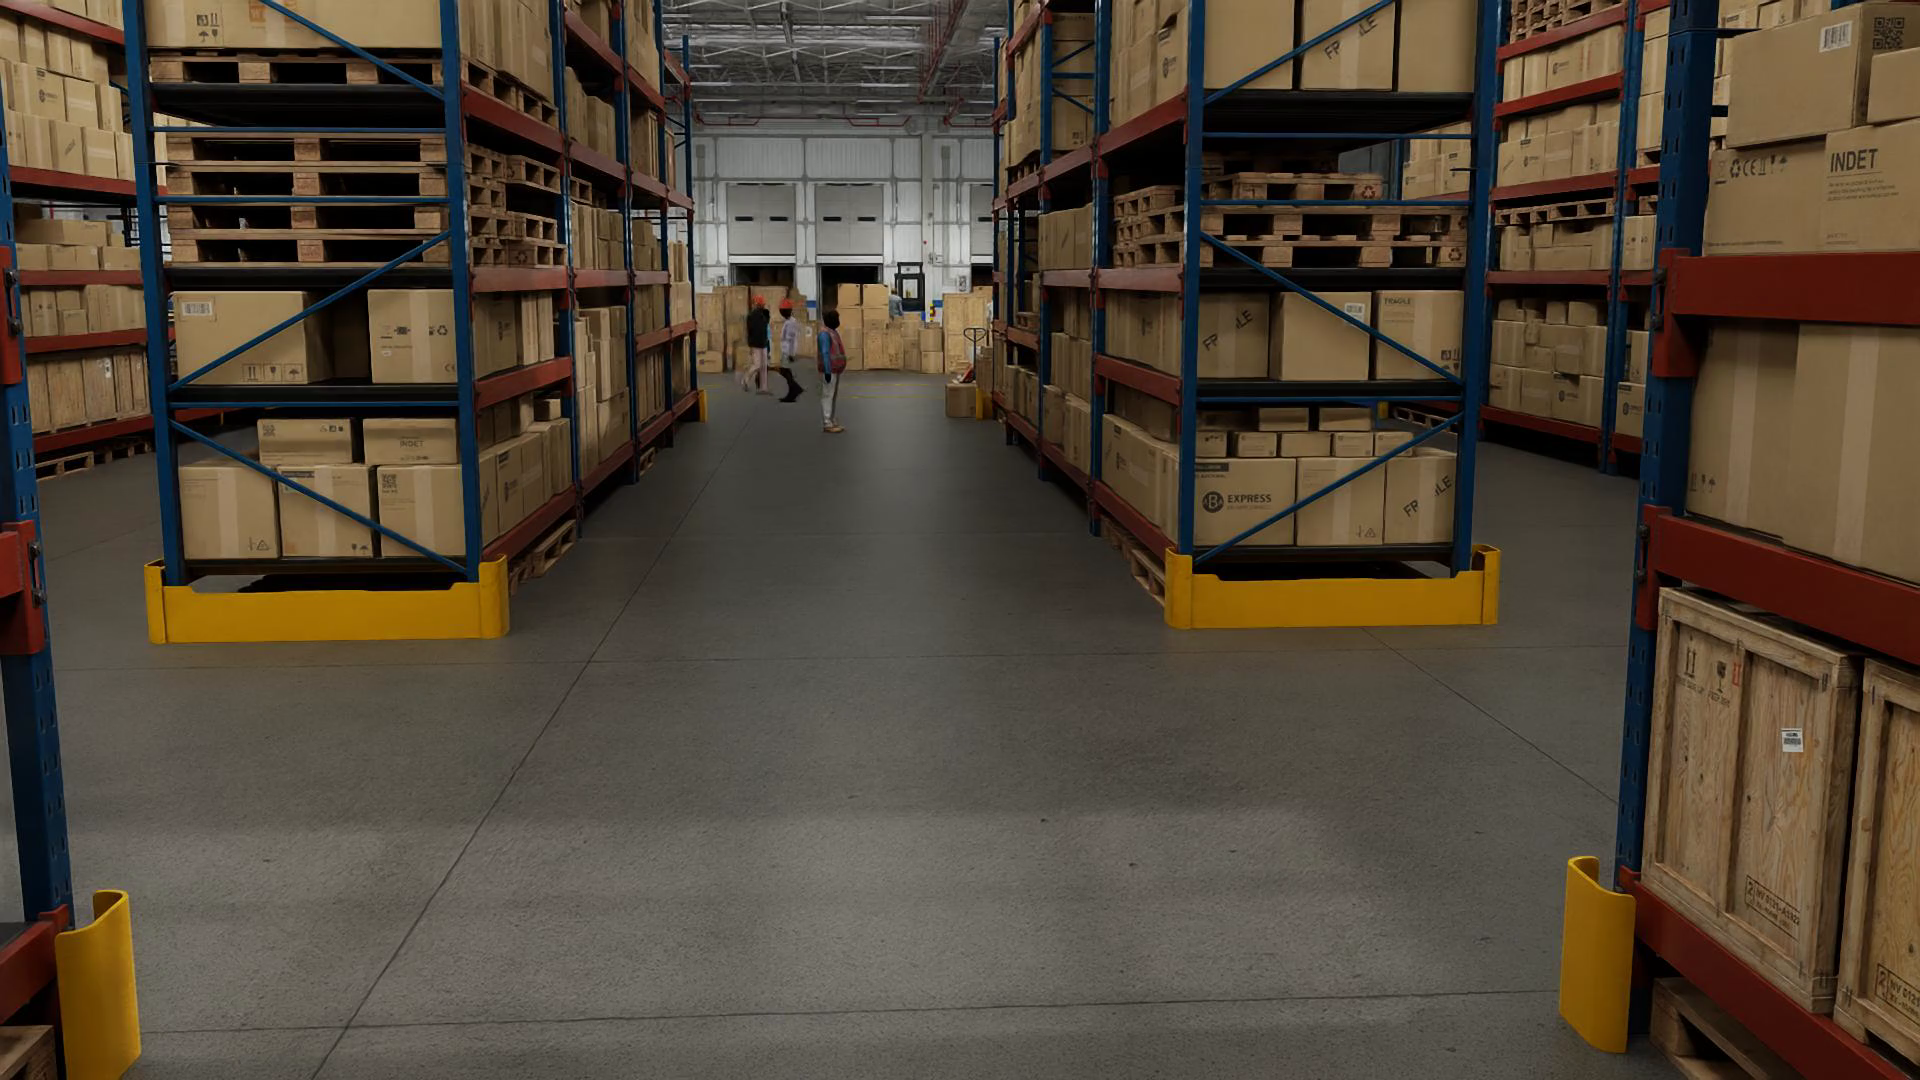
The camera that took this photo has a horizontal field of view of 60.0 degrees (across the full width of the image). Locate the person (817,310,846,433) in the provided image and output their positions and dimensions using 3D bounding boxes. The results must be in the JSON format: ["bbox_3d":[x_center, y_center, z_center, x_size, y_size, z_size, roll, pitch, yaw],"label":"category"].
[{"bbox_3d":[-1.917,-2.525,24.938,0.429,1.844,0.623,1,9,8],"label":"person"}]

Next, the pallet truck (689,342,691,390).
[{"bbox_3d":[-5.225,-3.008,27.480,1.885,1.965,0.823,2,9,14],"label":"pallet truck"}]

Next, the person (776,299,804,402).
[{"bbox_3d":[-3.189,-3.502,30.809,0.430,1.923,0.579,-2,9,-14],"label":"person"}]

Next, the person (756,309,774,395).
[{"bbox_3d":[-3.872,-3.702,32.785,0.318,1.694,0.539,-5,11,-30],"label":"person"}]

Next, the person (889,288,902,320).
[{"bbox_3d":[-2.304,-7.828,57.983,0.632,1.930,0.387,3,10,20],"label":"person"}]

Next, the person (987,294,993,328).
[{"bbox_3d":[0.946,-5.537,43.544,0.632,1.939,0.368,0,9,1],"label":"person"}]

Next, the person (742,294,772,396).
[{"bbox_3d":[-3.942,-3.793,32.450,0.540,1.983,0.633,6,11,35],"label":"person"}]

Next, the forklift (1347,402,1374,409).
[{"bbox_3d":[4.558,-2.488,21.455,1.129,2.768,1.873,6,11,35],"label":"forklift"}]

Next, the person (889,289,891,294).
[{"bbox_3d":[-2.967,-9.135,66.337,0.979,1.882,0.603,1,9,4],"label":"person"}]

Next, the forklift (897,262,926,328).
[{"bbox_3d":[-1.780,-8.547,59.499,1.129,2.768,1.873,-1,9,-4],"label":"forklift"}]
